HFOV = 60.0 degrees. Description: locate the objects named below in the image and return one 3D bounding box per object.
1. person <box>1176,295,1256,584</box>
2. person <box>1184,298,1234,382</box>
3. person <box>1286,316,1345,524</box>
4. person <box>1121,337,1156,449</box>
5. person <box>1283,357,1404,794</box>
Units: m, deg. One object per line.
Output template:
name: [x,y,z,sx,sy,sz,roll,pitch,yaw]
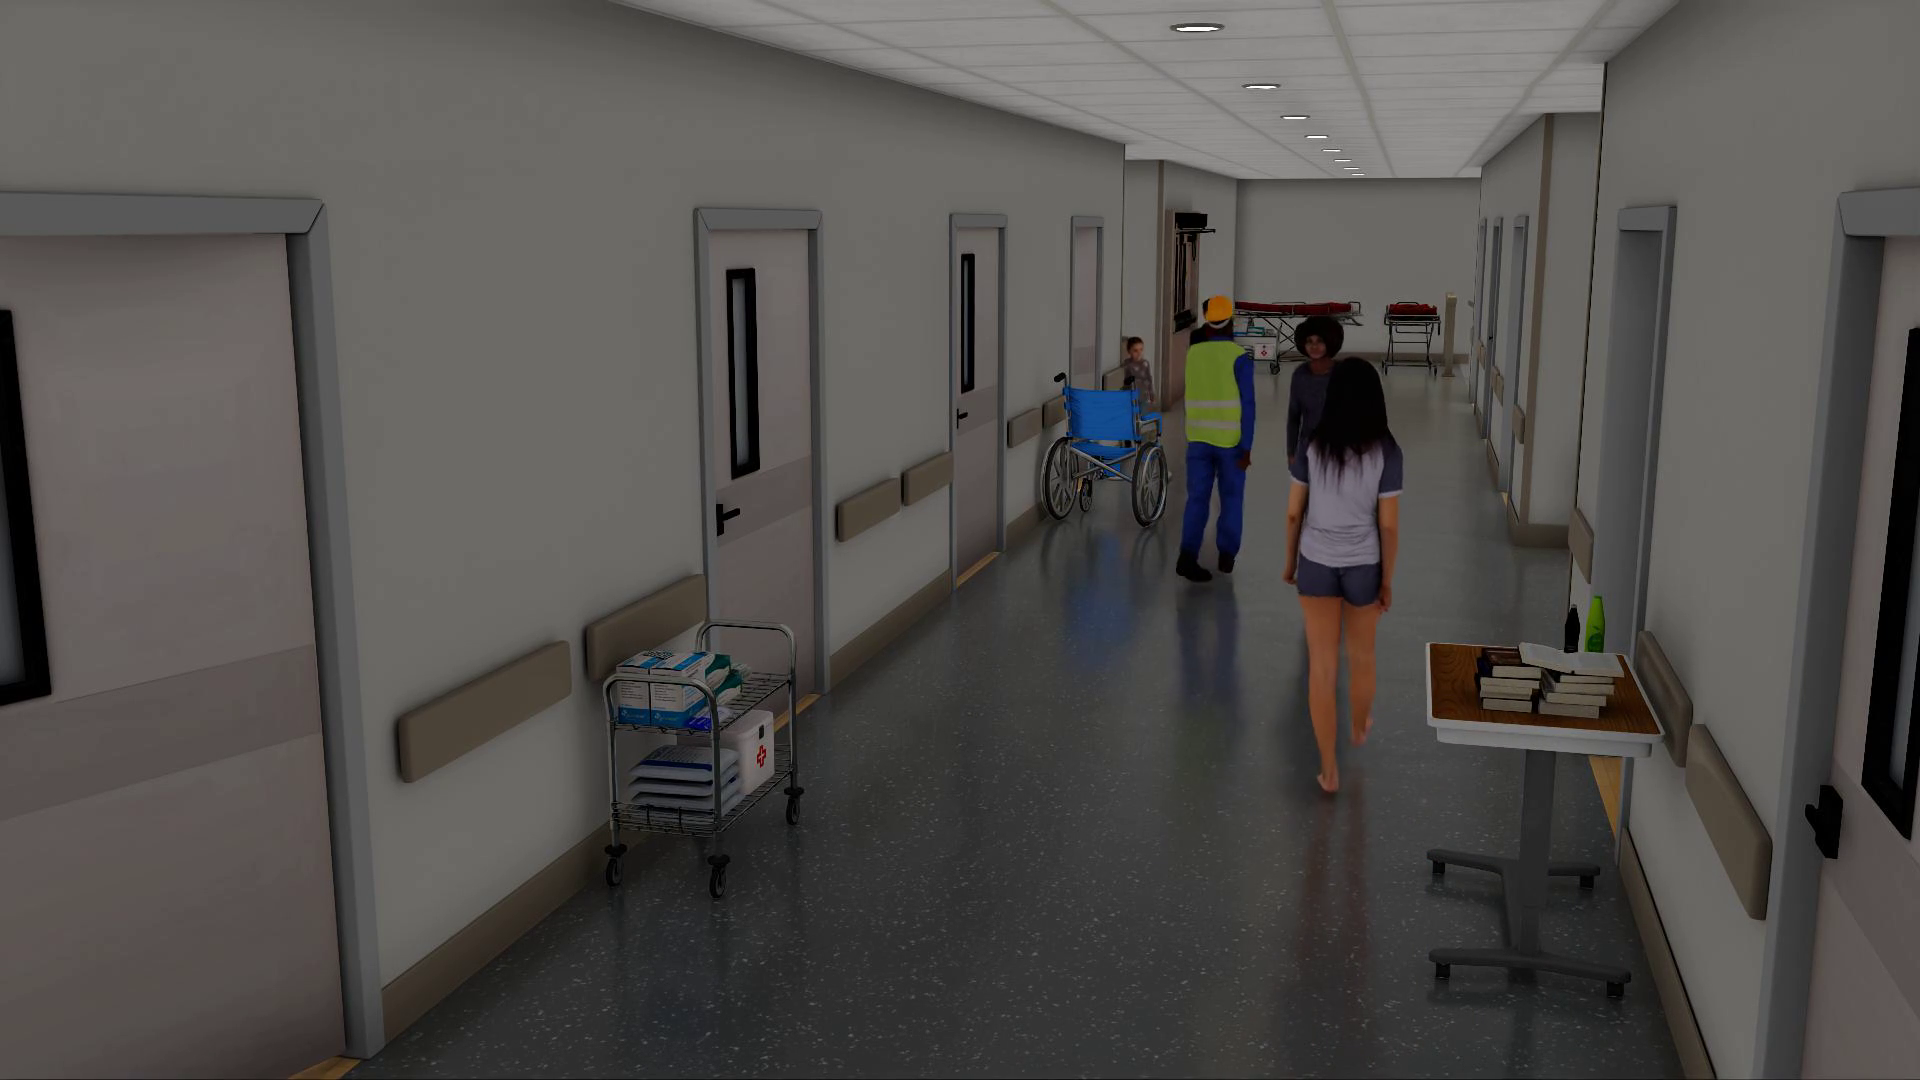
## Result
person: [1.576,-0.602,10.416,0.779,1.781,1.183,6,12,30]
person: [2.135,-1.247,14.240,0.732,1.622,0.858,0,11,-2]
person: [2.293,-0.544,10.350,0.667,1.691,0.752,5,12,23]
person: [1.695,-1.387,16.180,0.719,1.174,0.861,-3,11,-15]
person: [1.504,0.167,6.595,0.616,1.695,1.033,2,11,12]
